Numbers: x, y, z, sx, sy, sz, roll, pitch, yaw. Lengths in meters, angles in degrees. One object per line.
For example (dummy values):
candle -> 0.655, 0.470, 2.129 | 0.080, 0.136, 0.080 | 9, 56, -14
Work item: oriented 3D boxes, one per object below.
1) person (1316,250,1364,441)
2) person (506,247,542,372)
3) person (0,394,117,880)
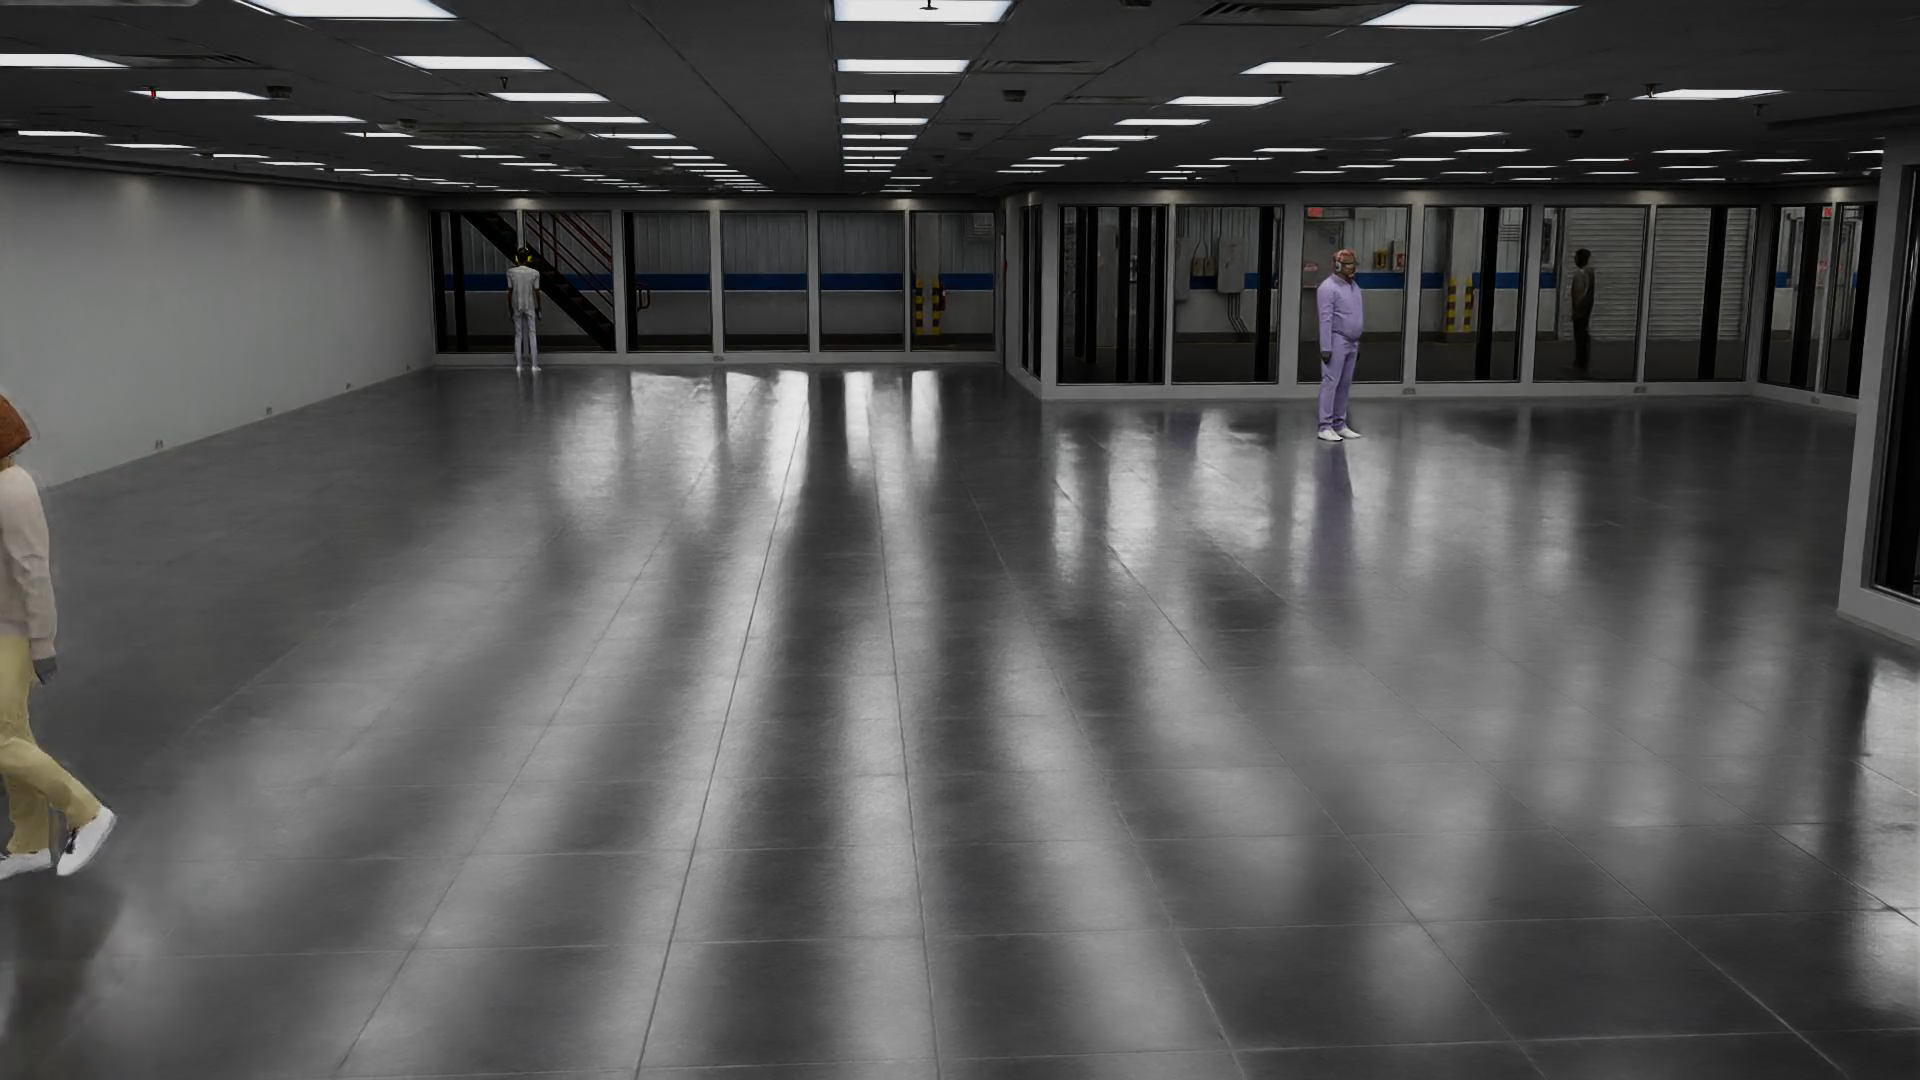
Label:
person -> 3.842, -1.954, 16.723 | 0.408, 1.906, 0.654 | 9, 14, 41
person -> -6.501, -3.427, 24.818 | 0.504, 1.861, 0.329 | -1, 11, -7
person -> -3.042, 0.310, 5.283 | 0.344, 1.623, 0.511 | -10, 14, -43
